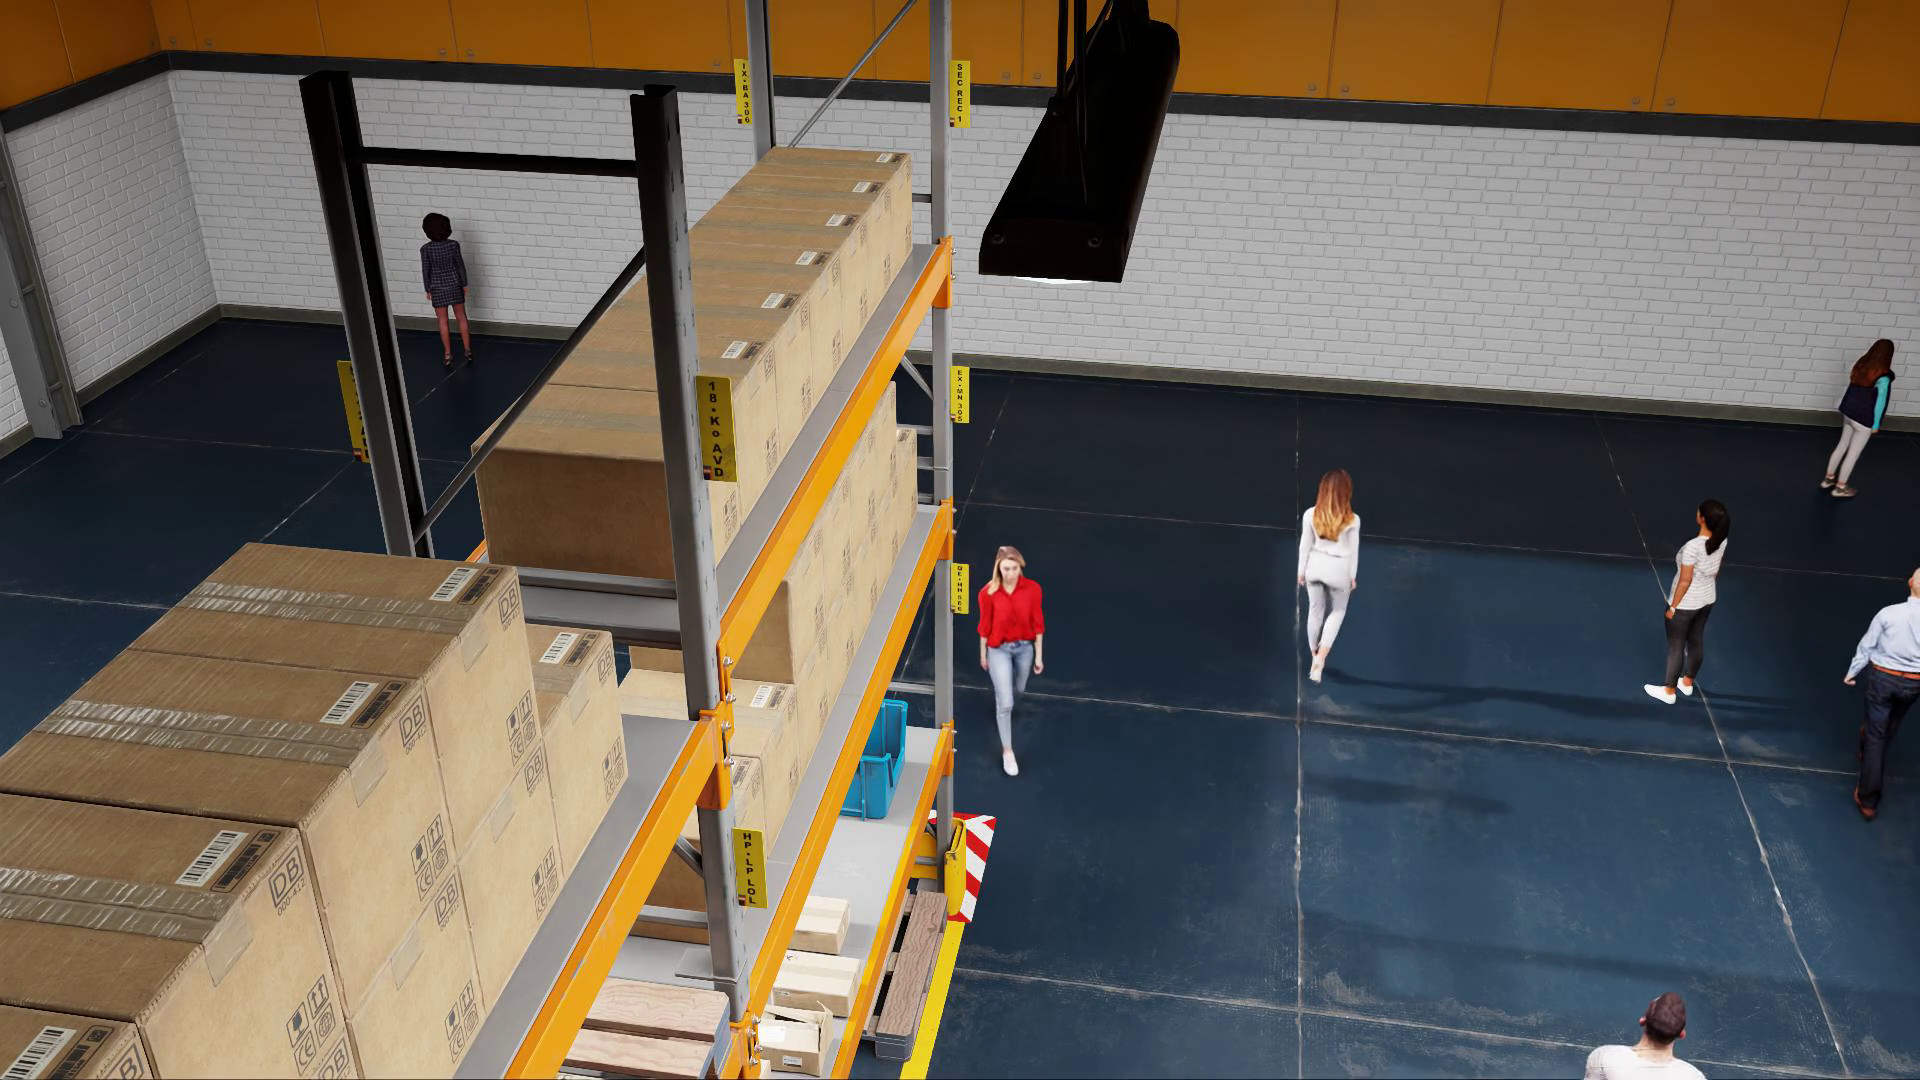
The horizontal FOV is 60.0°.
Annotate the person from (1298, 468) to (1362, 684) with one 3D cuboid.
[{"bbox_3d":[2.693,0.327,12.240,0.685,1.757,0.849,11,30,19],"label":"person"}]

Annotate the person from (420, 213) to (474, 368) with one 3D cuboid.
[{"bbox_3d":[-5.492,-2.677,17.803,0.699,1.703,0.741,-15,32,-26],"label":"person"}]

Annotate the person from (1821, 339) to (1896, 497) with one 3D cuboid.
[{"bbox_3d":[8.213,-1.129,15.182,0.703,1.495,0.601,-3,29,-6],"label":"person"}]

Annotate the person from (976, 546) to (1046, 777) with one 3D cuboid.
[{"bbox_3d":[0.343,0.745,11.554,0.884,1.680,1.130,-6,29,-12],"label":"person"}]

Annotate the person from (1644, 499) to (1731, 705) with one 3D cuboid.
[{"bbox_3d":[5.351,0.443,12.142,0.653,1.646,0.692,-14,32,-24],"label":"person"}]

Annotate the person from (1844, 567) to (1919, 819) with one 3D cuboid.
[{"bbox_3d":[6.153,1.035,10.949,0.751,1.748,1.175,8,30,15],"label":"person"}]

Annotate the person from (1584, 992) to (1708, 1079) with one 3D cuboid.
[{"bbox_3d":[3.021,2.848,7.556,0.817,1.815,0.996,10,30,18],"label":"person"}]
